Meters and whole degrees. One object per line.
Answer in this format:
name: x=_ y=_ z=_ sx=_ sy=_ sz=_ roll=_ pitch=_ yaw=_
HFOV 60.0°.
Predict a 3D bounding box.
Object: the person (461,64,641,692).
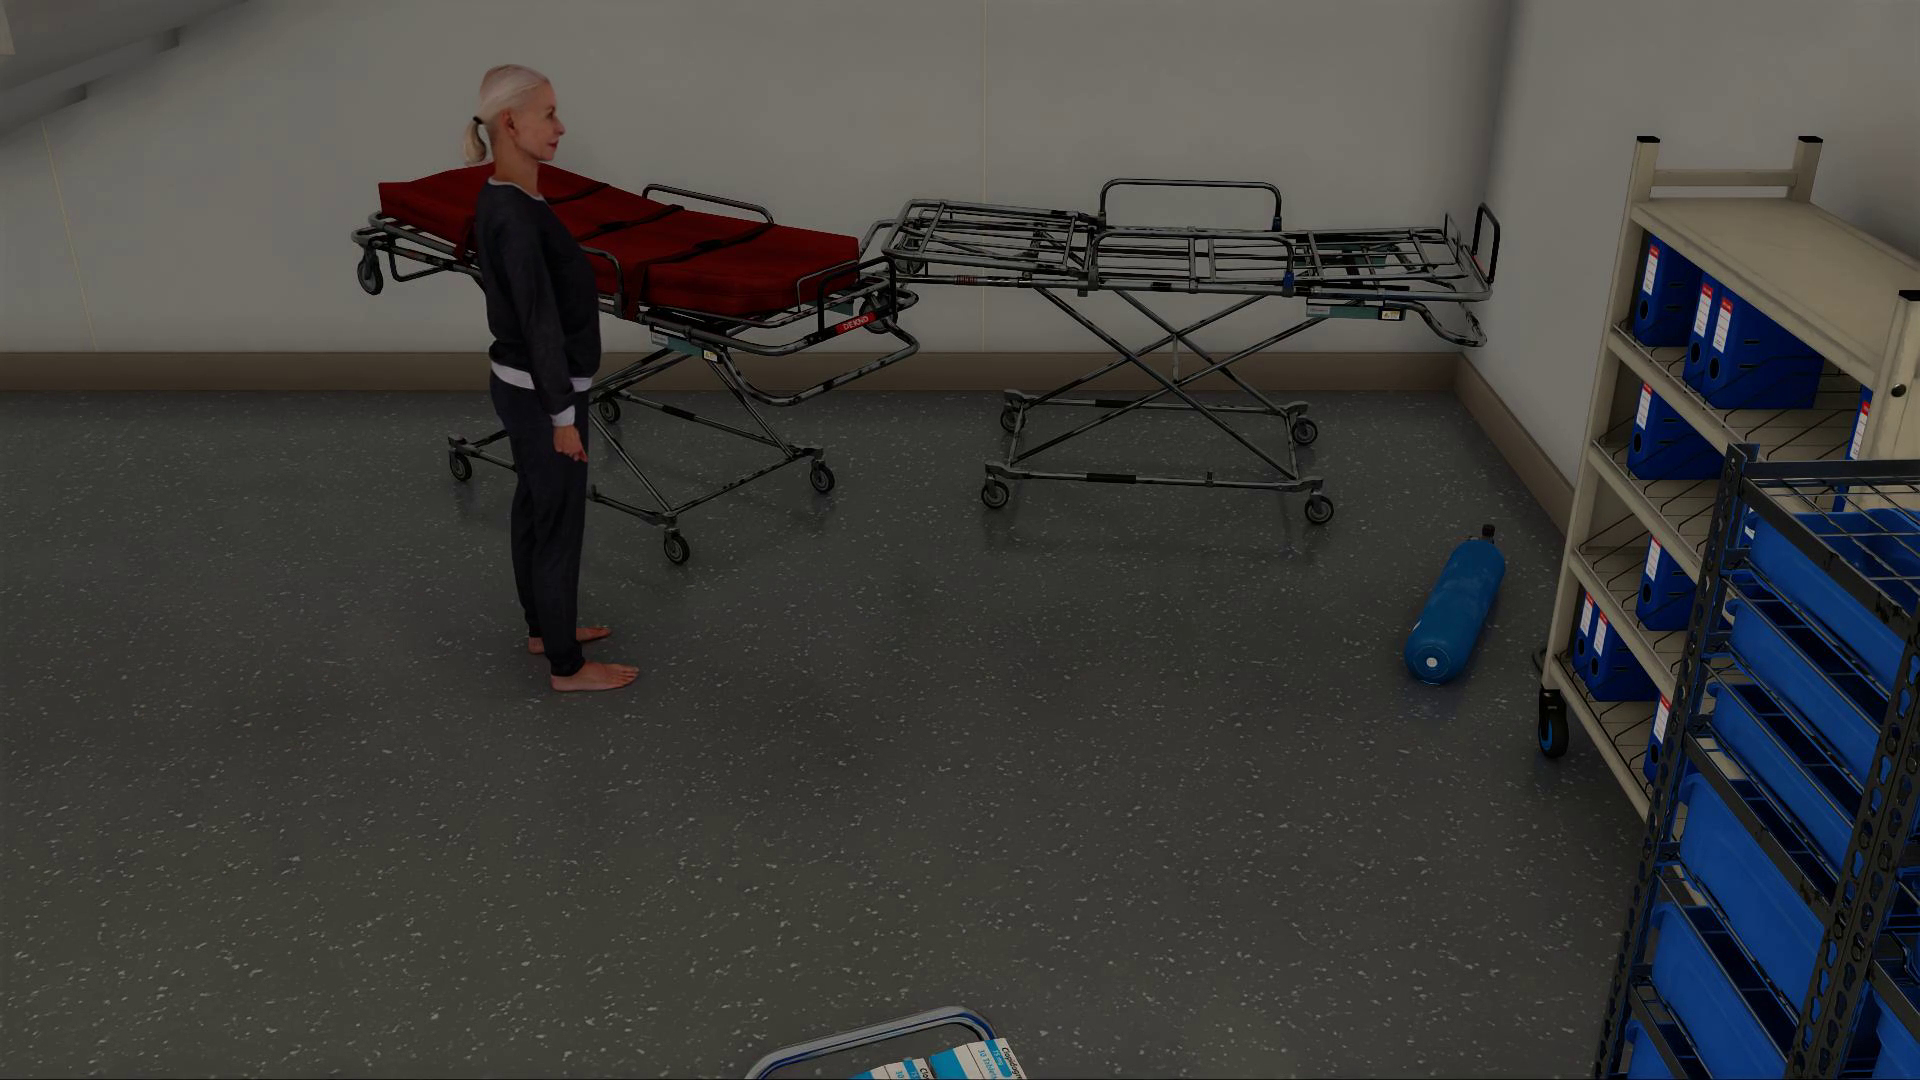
person: x=-1.156 y=-0.421 z=4.555 sx=0.664 sy=1.727 sz=0.678 roll=-11 pitch=28 yaw=-22
